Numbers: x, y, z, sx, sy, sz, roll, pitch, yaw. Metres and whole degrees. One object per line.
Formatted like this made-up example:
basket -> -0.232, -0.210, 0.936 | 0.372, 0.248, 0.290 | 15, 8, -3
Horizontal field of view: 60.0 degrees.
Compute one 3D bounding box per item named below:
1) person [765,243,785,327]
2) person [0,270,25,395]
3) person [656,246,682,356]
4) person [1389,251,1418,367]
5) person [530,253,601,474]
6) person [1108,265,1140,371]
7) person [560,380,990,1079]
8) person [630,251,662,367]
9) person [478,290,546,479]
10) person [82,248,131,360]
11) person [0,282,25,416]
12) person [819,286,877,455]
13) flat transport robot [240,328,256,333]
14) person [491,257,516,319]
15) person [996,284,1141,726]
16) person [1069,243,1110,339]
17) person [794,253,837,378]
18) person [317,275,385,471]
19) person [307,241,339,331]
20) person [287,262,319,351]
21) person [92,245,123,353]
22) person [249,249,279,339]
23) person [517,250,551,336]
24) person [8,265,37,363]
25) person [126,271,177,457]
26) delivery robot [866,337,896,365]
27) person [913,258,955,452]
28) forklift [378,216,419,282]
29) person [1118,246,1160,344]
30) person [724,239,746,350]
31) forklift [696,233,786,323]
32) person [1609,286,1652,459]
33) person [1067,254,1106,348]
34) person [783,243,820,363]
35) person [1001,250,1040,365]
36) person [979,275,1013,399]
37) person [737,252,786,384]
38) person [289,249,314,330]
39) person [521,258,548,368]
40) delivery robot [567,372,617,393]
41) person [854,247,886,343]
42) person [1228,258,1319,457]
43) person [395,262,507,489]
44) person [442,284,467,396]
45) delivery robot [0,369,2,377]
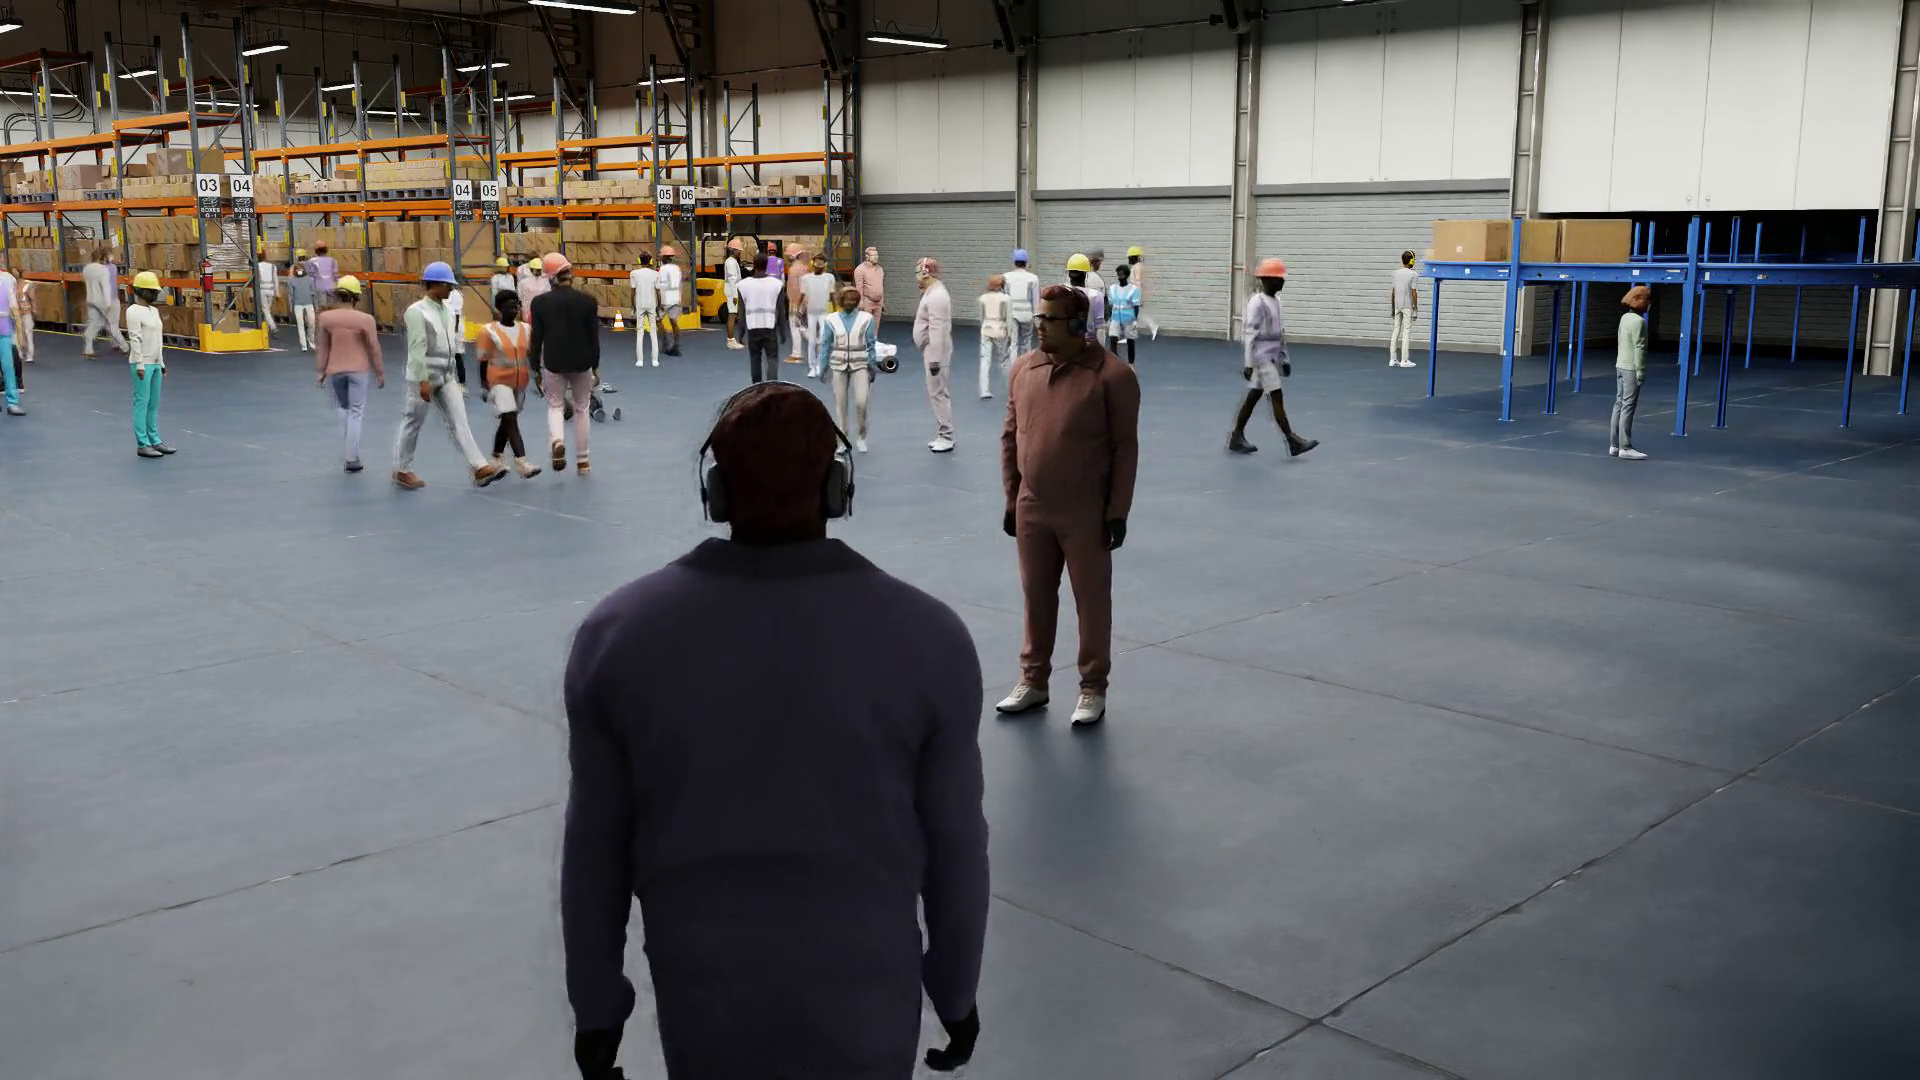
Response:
person -> -4.351, -5.939, 38.703 | 0.552, 1.932, 0.377 | -1, 10, -6
person -> -12.841, -2.935, 22.240 | 0.363, 1.962, 0.612 | 1, 10, 5
person -> -5.177, -4.222, 29.372 | 0.552, 1.918, 0.586 | 6, 12, 29
person -> 7.188, -3.736, 26.898 | 0.313, 1.864, 0.513 | -8, 13, -37
person -> -3.470, -1.541, 14.658 | 0.610, 1.964, 0.632 | -2, 11, -12
person -> 2.418, -3.270, 24.879 | 0.550, 1.650, 0.844 | 5, 12, 27
person -> -0.277, 0.691, 2.666 | 0.661, 1.887, 0.414 | 1, 10, 4
person -> -5.100, -3.752, 26.992 | 0.502, 1.862, 0.331 | -2, 11, -13
person -> -3.911, -1.362, 14.517 | 0.900, 1.632, 0.544 | 9, 14, 40
person -> -14.777, -4.071, 28.673 | 0.631, 1.886, 0.989 | 4, 11, 23
person -> -11.406, -2.385, 19.662 | 0.666, 1.815, 0.381 | -2, 11, -9
person -> -1.089, -1.639, 16.100 | 0.565, 1.628, 0.402 | 0, 10, 1
flat transport robot -> -14.900, -4.244, 34.114 | 0.652, 0.197, 1.431 | -10, 14, -42
person -> -8.354, -4.293, 30.309 | 0.750, 1.721, 0.487 | 6, 12, 31
person -> 0.446, -0.152, 7.235 | 0.642, 1.905, 0.399 | 7, 12, 32
person -> 1.638, -2.880, 21.851 | 0.708, 2.000, 0.692 | -5, 12, -26
person -> -2.145, -3.339, 24.765 | 0.678, 1.841, 0.519 | 0, 10, -1
person -> -5.501, -1.522, 15.109 | 0.563, 1.738, 0.674 | 1, 10, 3
person -> -13.282, -5.232, 34.719 | 0.602, 1.988, 1.023 | -10, 14, -42
person -> -12.043, -4.278, 30.485 | 0.537, 1.619, 0.344 | -5, 11, -25
person -> -15.472, -4.356, 30.090 | 0.609, 1.925, 0.648 | 2, 10, 8
person -> -14.323, -5.086, 34.317 | 0.952, 1.850, 0.588 | 9, 13, 39
person -> -8.058, -4.568, 31.507 | 0.642, 1.831, 0.563 | -2, 11, -10
person -> -15.688, -3.777, 27.774 | 0.522, 1.625, 0.394 | -3, 11, -14
person -> -7.799, -1.693, 16.012 | 0.327, 1.767, 0.523 | 0, 10, -1
delivery robot -> -1.361, -2.929, 25.916 | 0.707, 0.478, 0.477 | -3, 11, -13
person -> -0.259, -1.826, 16.429 | 0.407, 1.887, 0.713 | 0, 10, 3
forklift -> -17.868, -9.201, 54.028 | 1.873, 2.768, 1.129 | -10, 14, -44
person -> 3.530, -4.816, 32.690 | 0.750, 1.906, 0.591 | 1, 10, 4
person -> -4.195, -4.572, 30.983 | 0.392, 2.034, 0.605 | -2, 11, -10
forklift -> -5.496, -6.489, 41.108 | 2.313, 2.155, 1.214 | -10, 14, -44
person -> 6.428, -1.608, 15.905 | 0.279, 1.633, 0.499 | 1, 10, 3
person -> 1.143, -1.826, 16.294 | 0.588, 1.927, 0.366 | 3, 11, 17
person -> -2.659, -3.939, 27.667 | 0.557, 1.983, 0.620 | 2, 11, 12
person -> 0.846, -3.252, 24.156 | 0.620, 1.896, 0.992 | 1, 10, 4
person -> 0.505, -2.661, 21.751 | 0.525, 1.585, 0.878 | 6, 12, 28
person -> -2.479, -2.637, 20.788 | 0.599, 1.904, 0.699 | -1, 10, -7
person -> -14.805, -5.630, 37.410 | 0.623, 1.781, 0.912 | -10, 15, -44
person -> -6.784, -3.637, 26.655 | 0.371, 1.747, 0.522 | 10, 14, 42
delivery robot -> -4.265, -1.833, 19.228 | 0.698, 0.223, 0.335 | 8, 13, 39
person -> -1.496, -4.003, 28.220 | 0.402, 1.911, 0.639 | 9, 14, 40
person -> 3.020, -1.755, 16.015 | 0.975, 1.882, 0.565 | 7, 12, 32
person -> -4.328, -1.351, 13.806 | 1.023, 1.882, 0.656 | 4, 11, 22
person -> -6.729, -2.704, 21.755 | 0.543, 1.681, 0.545 | 7, 13, 34
delivery robot -> -13.562, -2.426, 23.174 | 0.477, 0.478, 0.707 | 0, 10, -1
